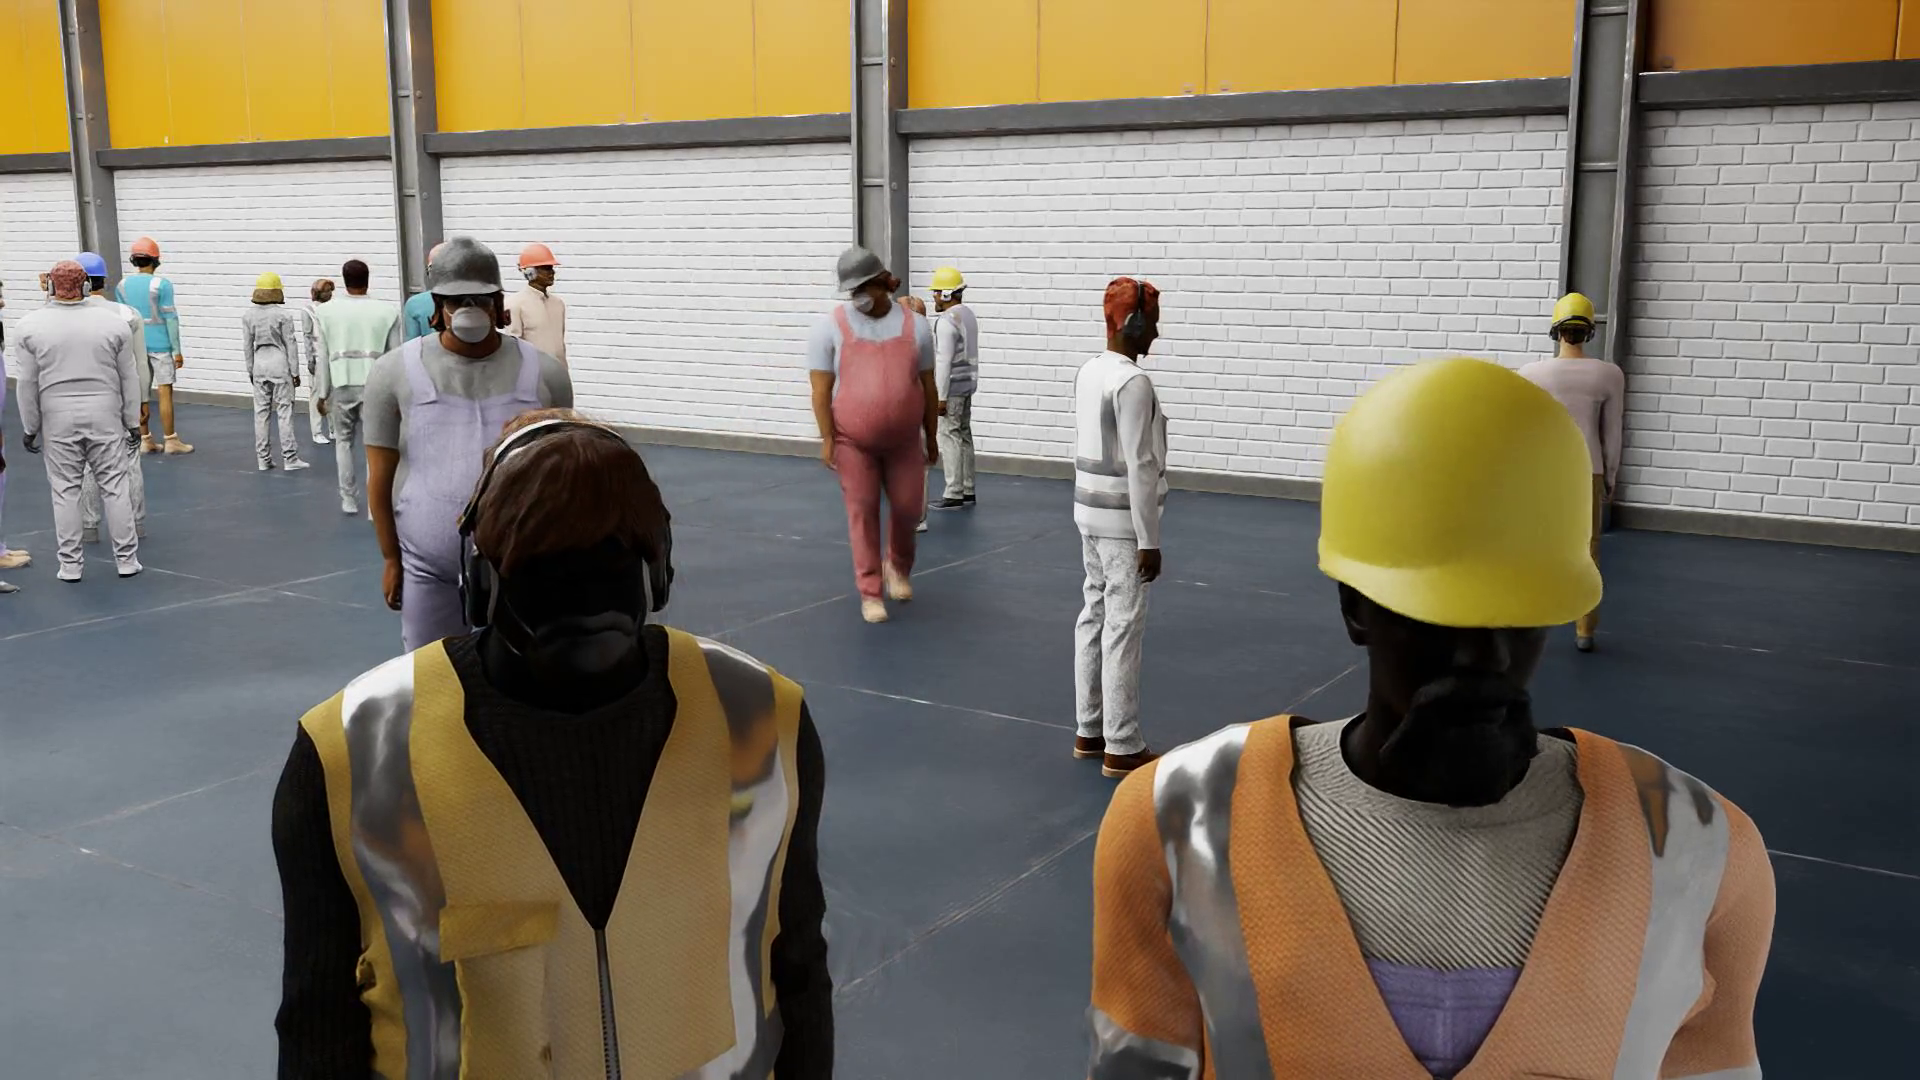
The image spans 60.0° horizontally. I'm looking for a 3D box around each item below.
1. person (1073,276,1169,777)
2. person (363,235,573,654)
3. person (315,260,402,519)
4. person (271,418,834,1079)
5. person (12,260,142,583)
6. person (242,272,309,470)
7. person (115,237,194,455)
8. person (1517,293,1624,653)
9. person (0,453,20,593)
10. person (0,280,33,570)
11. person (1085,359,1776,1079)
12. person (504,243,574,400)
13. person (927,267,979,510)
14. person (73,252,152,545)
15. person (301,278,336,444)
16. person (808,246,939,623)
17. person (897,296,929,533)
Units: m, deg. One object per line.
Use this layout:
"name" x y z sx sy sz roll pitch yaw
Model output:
"person" 0.616 -0.046 6.315 0.356 1.887 0.573 -3 11 -18
"person" -1.579 0.026 5.489 0.676 2.000 0.536 -4 11 -23
"person" -4.407 -1.107 12.248 0.628 1.875 0.753 -3 11 -18
"person" -0.421 0.779 1.876 0.625 1.841 0.429 -4 11 -23
"person" -5.226 -0.703 9.897 0.651 1.906 0.401 -6 12 -30
"person" -6.051 -1.485 14.680 0.492 1.743 0.296 1 10 8
"person" -7.599 -1.815 15.681 0.605 2.044 0.390 3 11 14
"person" 2.959 -0.321 8.170 0.534 1.767 0.319 0 10 3
"person" -5.603 -0.527 9.333 0.322 1.755 0.563 2 10 10
"person" -5.973 -0.721 10.210 0.359 1.834 0.525 -8 13 -37
"person" 0.398 0.801 1.507 0.595 1.924 0.374 1 10 7
"person" -3.072 -1.164 12.201 0.376 1.997 0.612 5 11 24
"person" -0.066 -1.141 12.554 0.403 1.824 0.589 4 11 20
"person" -5.741 -0.941 11.125 0.608 1.941 0.416 -6 12 -30
"person" -6.345 -1.788 16.639 0.309 1.644 0.513 5 11 24
"person" -0.445 -0.597 8.941 0.716 2.000 0.541 -2 11 -13
"person" -0.336 -0.869 11.548 0.308 1.645 0.516 0 10 2
